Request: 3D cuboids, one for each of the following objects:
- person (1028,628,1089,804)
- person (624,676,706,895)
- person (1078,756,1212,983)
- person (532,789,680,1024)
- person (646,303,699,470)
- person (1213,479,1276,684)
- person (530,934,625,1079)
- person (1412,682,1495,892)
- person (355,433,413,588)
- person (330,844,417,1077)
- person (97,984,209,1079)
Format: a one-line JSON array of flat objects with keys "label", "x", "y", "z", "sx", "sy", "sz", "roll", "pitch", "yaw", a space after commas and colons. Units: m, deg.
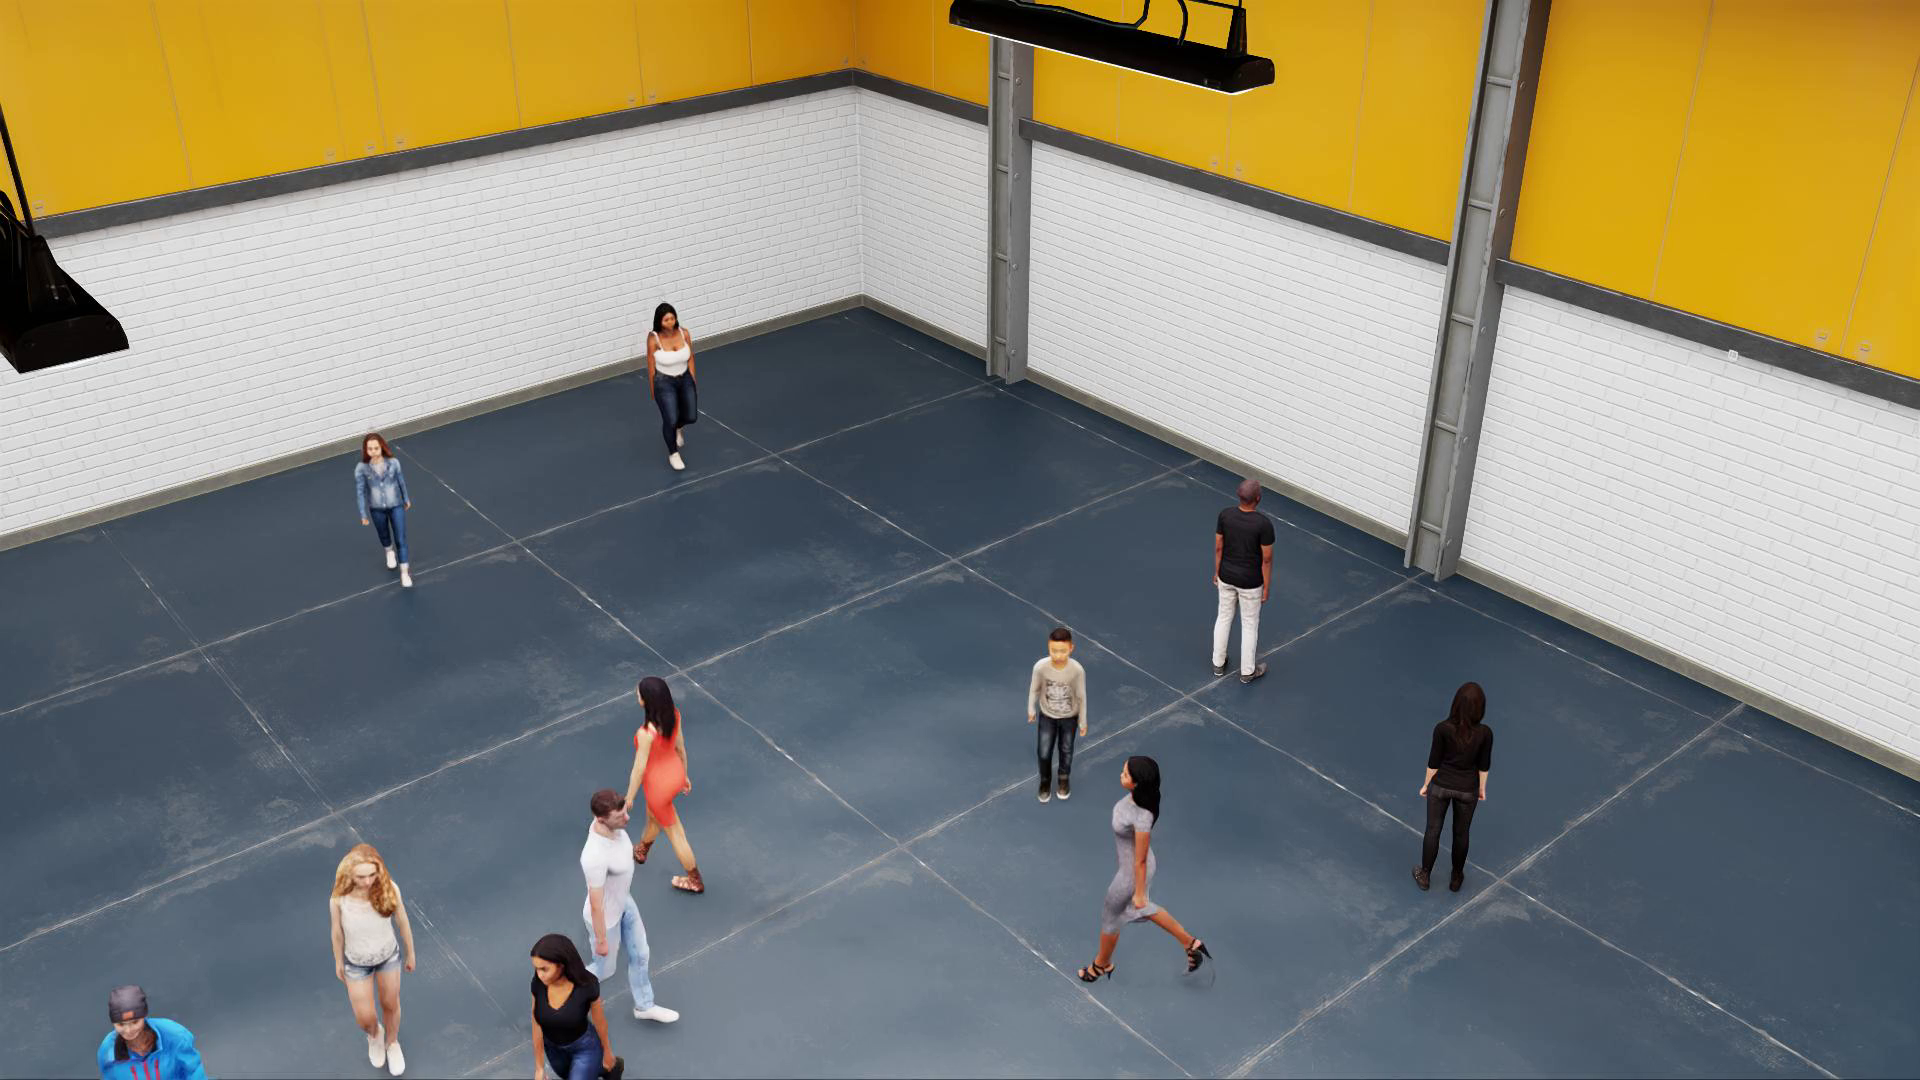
[{"label": "person", "x": 0.737, "y": 1.240, "z": 12.275, "sx": 0.684, "sy": 1.450, "sz": 0.736, "roll": 0, "pitch": 29, "yaw": 0}, {"label": "person", "x": -1.922, "y": 1.692, "z": 11.196, "sx": 1.077, "sy": 1.692, "sz": 0.897, "roll": 9, "pitch": 30, "yaw": 17}, {"label": "person", "x": 1.185, "y": 2.101, "z": 10.380, "sx": 1.119, "sy": 1.754, "sz": 1.042, "roll": 4, "pitch": 29, "yaw": 6}, {"label": "person", "x": -2.212, "y": 2.252, "z": 10.041, "sx": 1.179, "sy": 1.814, "sz": 1.119, "roll": 2, "pitch": 29, "yaw": 3}, {"label": "person", "x": -2.997, "y": -1.619, "z": 17.160, "sx": 0.731, "sy": 1.793, "sz": 0.885, "roll": -15, "pitch": 32, "yaw": -25}, {"label": "person", "x": 2.295, "y": 0.325, "z": 13.584, "sx": 0.640, "sy": 1.804, "sz": 0.780, "roll": 17, "pitch": 33, "yaw": 29}, {"label": "person", "x": -2.107, "y": 2.780, "z": 9.192, "sx": 1.137, "sy": 1.699, "sz": 1.115, "roll": 5, "pitch": 29, "yaw": 9}, {"label": "person", "x": 3.350, "y": 1.678, "z": 11.273, "sx": 0.637, "sy": 1.642, "sz": 0.711, "roll": 4, "pitch": 29, "yaw": 8}, {"label": "person", "x": -5.241, "y": -0.328, "z": 15.163, "sx": 0.815, "sy": 1.438, "sz": 1.075, "roll": -10, "pitch": 30, "yaw": -18}, {"label": "person", "x": -3.467, "y": 2.436, "z": 9.789, "sx": 0.681, "sy": 1.732, "sz": 0.731, "roll": -12, "pitch": 31, "yaw": -20}, {"label": "person", "x": -4.160, "y": 2.957, "z": 8.786, "sx": 0.936, "sy": 1.778, "sz": 1.074, "roll": -3, "pitch": 29, "yaw": -5}]
